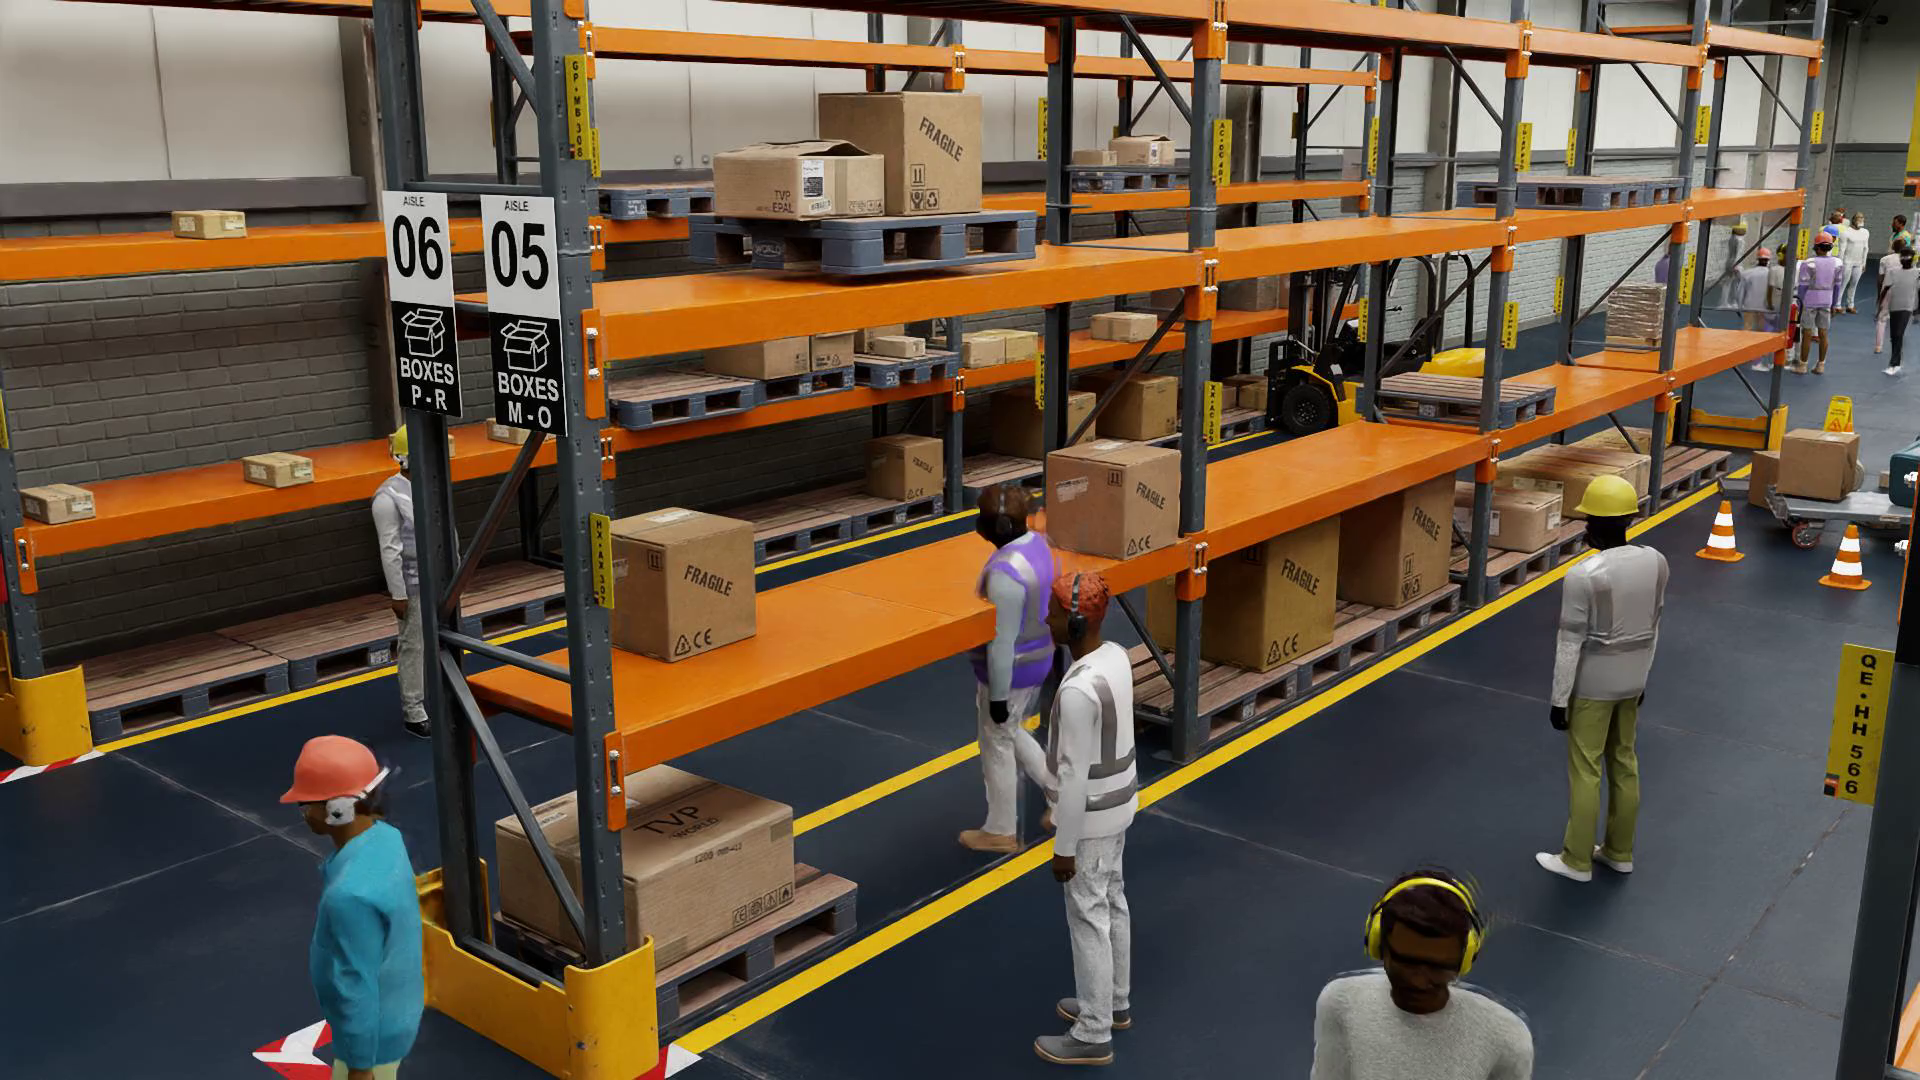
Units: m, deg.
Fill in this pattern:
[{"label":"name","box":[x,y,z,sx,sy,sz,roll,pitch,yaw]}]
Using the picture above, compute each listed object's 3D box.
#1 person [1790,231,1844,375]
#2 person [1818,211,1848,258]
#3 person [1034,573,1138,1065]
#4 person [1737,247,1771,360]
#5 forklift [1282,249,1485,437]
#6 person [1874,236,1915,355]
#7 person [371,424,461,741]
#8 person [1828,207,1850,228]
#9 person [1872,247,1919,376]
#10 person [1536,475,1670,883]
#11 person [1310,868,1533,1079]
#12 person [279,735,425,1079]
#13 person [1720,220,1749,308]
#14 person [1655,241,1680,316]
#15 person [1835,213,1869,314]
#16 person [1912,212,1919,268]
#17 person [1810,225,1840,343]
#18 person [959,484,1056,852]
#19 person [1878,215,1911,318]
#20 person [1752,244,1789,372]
[{"label":"person","box":[12.273,-3.386,23.853,0.607,2.044,0.374,0,14,-1]},{"label":"person","box":[17.832,-5.789,34.041,0.569,1.843,0.374,5,15,21]},{"label":"person","box":[0.480,1.031,6.216,0.354,1.877,0.578,5,15,19]},{"label":"person","box":[12.076,-3.552,25.189,0.570,1.729,0.710,8,16,29]},{"label":"forklift","box":[4.886,-2.214,18.767,2.313,2.155,1.214,11,18,38]},{"label":"person","box":[14.628,-3.825,26.049,0.508,1.846,0.345,11,18,38]},{"label":"person","box":[-3.082,0.225,9.583,0.404,1.833,0.592,4,14,16]},{"label":"person","box":[21.384,-7.281,40.554,0.506,1.631,0.277,2,14,6]},{"label":"person","box":[13.405,-3.268,23.815,0.915,1.831,0.536,-11,17,-37]},{"label":"person","box":[2.956,0.649,7.689,0.588,1.922,0.390,-6,15,-24]},{"label":"person","box":[0.999,1.626,3.814,0.529,1.857,0.417,12,18,41]},{"label":"person","box":[-1.714,1.407,4.960,0.488,1.734,0.582,-3,14,-14]},{"label":"person","box":[15.375,-5.436,32.863,0.594,1.725,0.488,-1,14,-3]},{"label":"person","box":[10.481,-3.489,24.581,0.399,1.897,0.642,0,14,-2]},{"label":"person","box":[17.045,-5.280,31.809,0.623,1.932,0.370,-4,14,-15]},{"label":"person","box":[23.144,-7.222,39.911,0.596,1.829,1.002,12,18,41]},{"label":"person","box":[14.249,-4.244,27.539,0.402,1.949,0.605,3,14,13]},{"label":"person","box":[0.269,0.628,7.949,0.506,1.826,0.644,4,14,17]},{"label":"person","box":[17.569,-5.125,31.188,0.373,1.916,0.596,1,14,5]},{"label":"person","box":[11.915,-3.395,24.266,0.533,1.867,0.343,-12,18,-40]}]
